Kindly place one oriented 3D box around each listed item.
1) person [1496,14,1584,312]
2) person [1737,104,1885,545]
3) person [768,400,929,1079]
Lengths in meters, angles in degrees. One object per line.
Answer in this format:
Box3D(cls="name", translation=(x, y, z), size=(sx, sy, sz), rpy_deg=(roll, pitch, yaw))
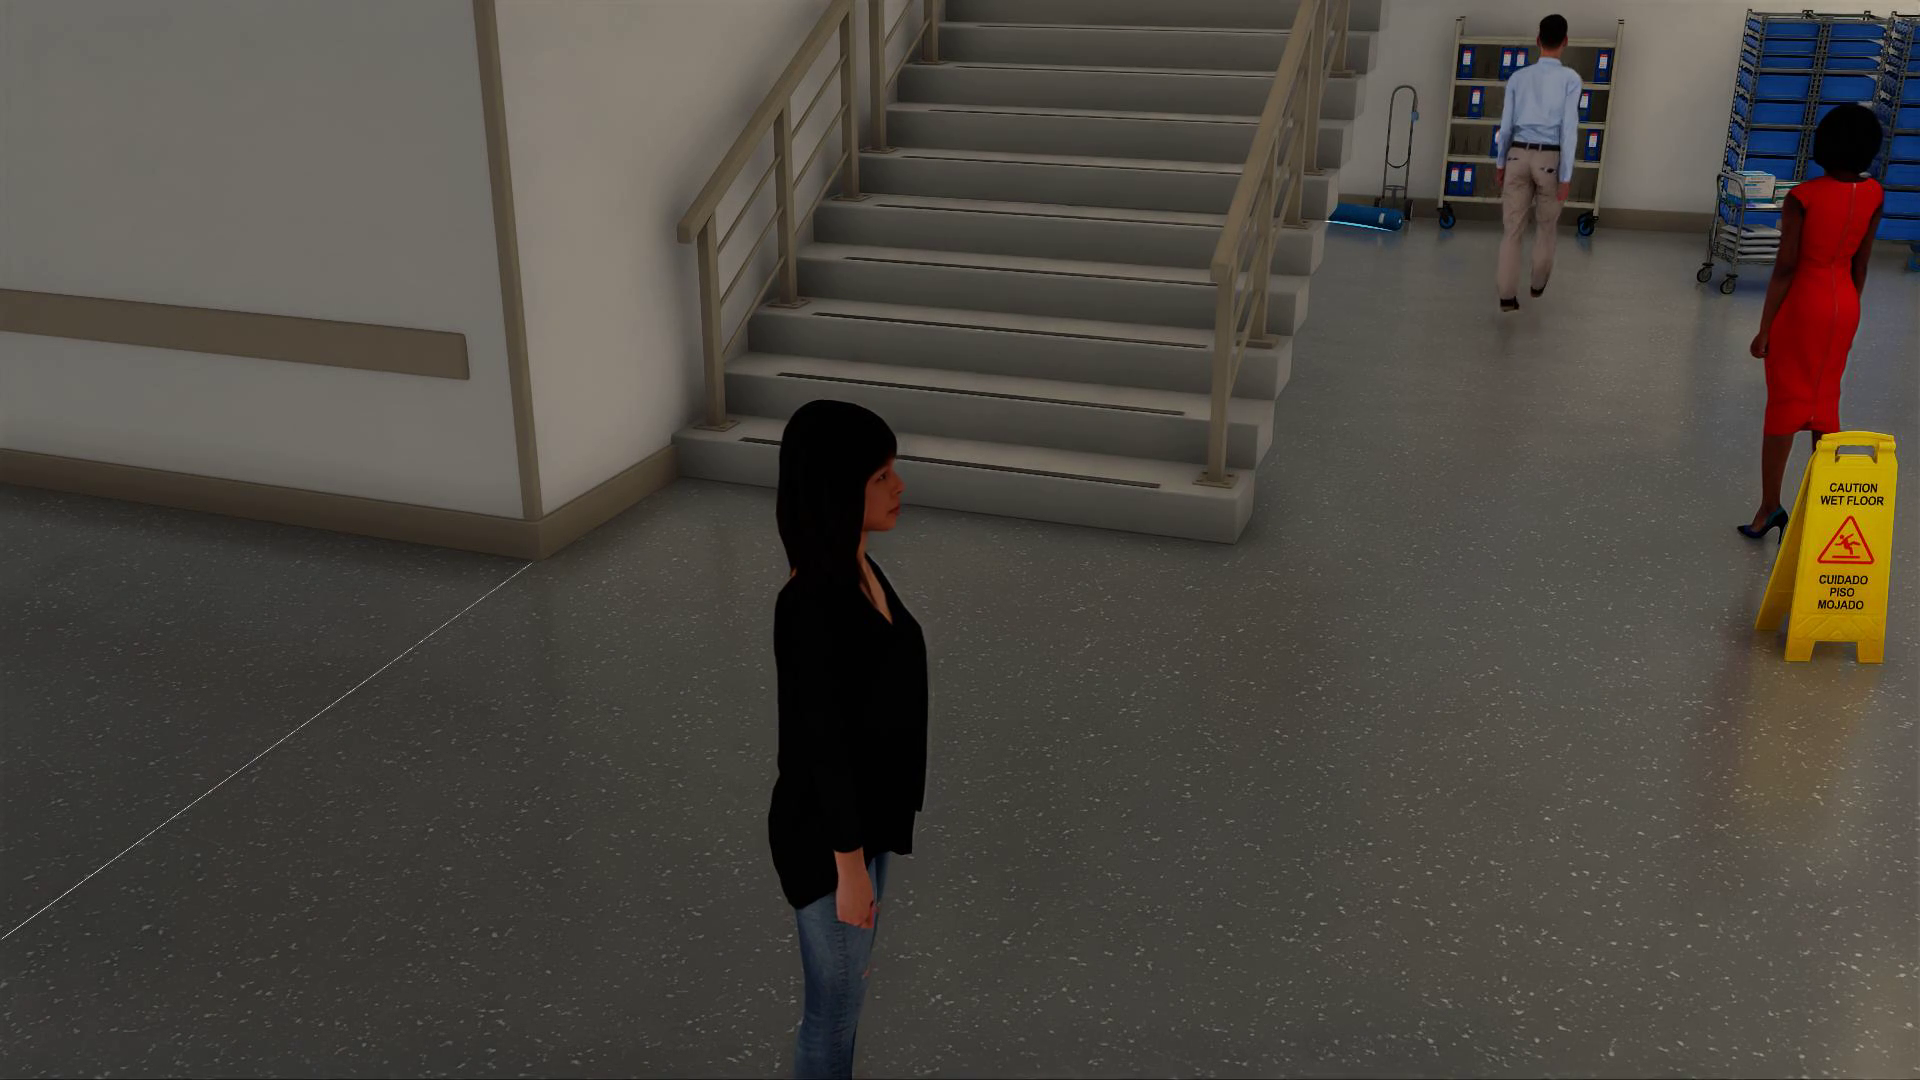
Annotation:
Box3D(cls="person", translation=(3.556, -2.272, 10.338), size=(0.788, 1.794, 1.290), rpy_deg=(11, 23, 26))
Box3D(cls="person", translation=(3.398, -0.842, 6.633), size=(0.655, 1.743, 0.661), rpy_deg=(-3, 21, -9))
Box3D(cls="person", translation=(-0.228, 0.531, 3.151), size=(0.684, 1.642, 0.552), rpy_deg=(1, 21, 2))
